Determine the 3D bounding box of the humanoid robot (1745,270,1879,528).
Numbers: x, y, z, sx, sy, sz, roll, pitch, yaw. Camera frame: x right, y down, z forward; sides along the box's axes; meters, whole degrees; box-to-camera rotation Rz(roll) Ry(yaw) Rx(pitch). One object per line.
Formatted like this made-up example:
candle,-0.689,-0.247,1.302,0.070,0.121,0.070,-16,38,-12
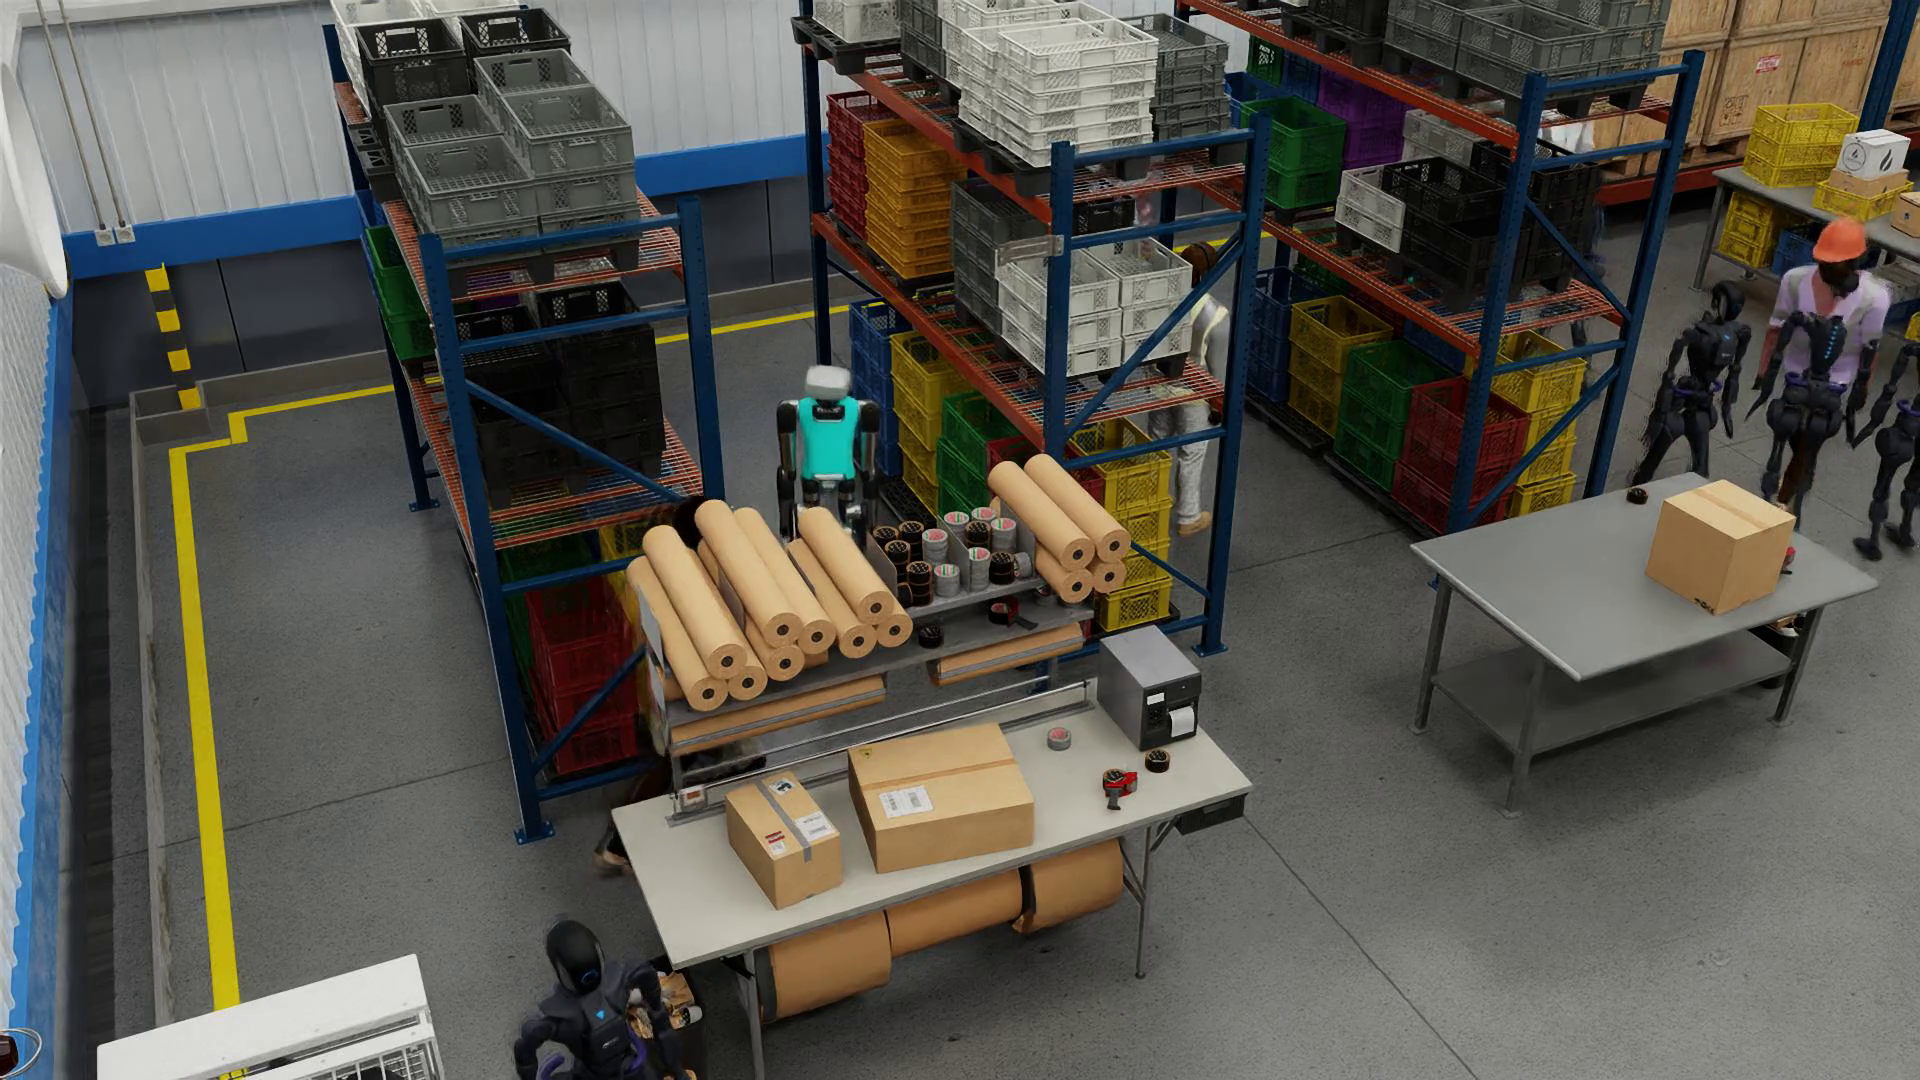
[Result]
humanoid robot,5.073,-0.821,9.968,0.610,1.639,0.374,11,33,17

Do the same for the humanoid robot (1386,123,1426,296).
humanoid robot,3.353,-2.042,11.880,0.545,1.777,0.789,-13,34,-21

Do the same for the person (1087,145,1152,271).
person,1.015,-2.099,11.951,0.629,1.764,0.939,17,36,26

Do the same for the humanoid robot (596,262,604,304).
humanoid robot,-2.393,-1.382,10.880,0.609,1.637,0.600,-5,32,-8

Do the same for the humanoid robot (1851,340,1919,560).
humanoid robot,5.557,-0.663,9.700,0.590,1.657,0.393,0,32,0

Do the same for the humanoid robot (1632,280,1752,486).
humanoid robot,4.360,-0.759,9.876,0.587,1.633,0.673,-10,33,-16

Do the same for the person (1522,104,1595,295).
person,4.623,-2.804,13.007,0.789,1.858,0.463,-11,33,-18

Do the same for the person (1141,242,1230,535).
person,1.348,-0.903,9.949,0.617,1.836,0.431,27,41,37

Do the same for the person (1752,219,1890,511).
person,5.153,-1.029,10.016,1.007,1.990,0.615,-25,39,-34

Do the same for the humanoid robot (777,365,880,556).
humanoid robot,-0.663,-0.020,8.580,0.553,1.738,0.995,-3,32,-4

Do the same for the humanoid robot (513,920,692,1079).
humanoid robot,-1.125,1.907,5.551,0.600,1.637,0.692,-26,40,-35

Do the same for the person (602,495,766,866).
person,-1.186,0.676,7.321,0.997,1.920,0.602,-13,34,-20

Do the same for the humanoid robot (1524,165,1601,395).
humanoid robot,4.233,-1.818,11.617,0.782,1.620,0.609,26,40,36

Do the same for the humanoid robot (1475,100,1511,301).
humanoid robot,3.768,-2.569,12.753,1.013,1.732,0.538,9,33,15

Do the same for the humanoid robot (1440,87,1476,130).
humanoid robot,3.806,-3.118,13.640,0.865,1.780,0.534,20,37,29
